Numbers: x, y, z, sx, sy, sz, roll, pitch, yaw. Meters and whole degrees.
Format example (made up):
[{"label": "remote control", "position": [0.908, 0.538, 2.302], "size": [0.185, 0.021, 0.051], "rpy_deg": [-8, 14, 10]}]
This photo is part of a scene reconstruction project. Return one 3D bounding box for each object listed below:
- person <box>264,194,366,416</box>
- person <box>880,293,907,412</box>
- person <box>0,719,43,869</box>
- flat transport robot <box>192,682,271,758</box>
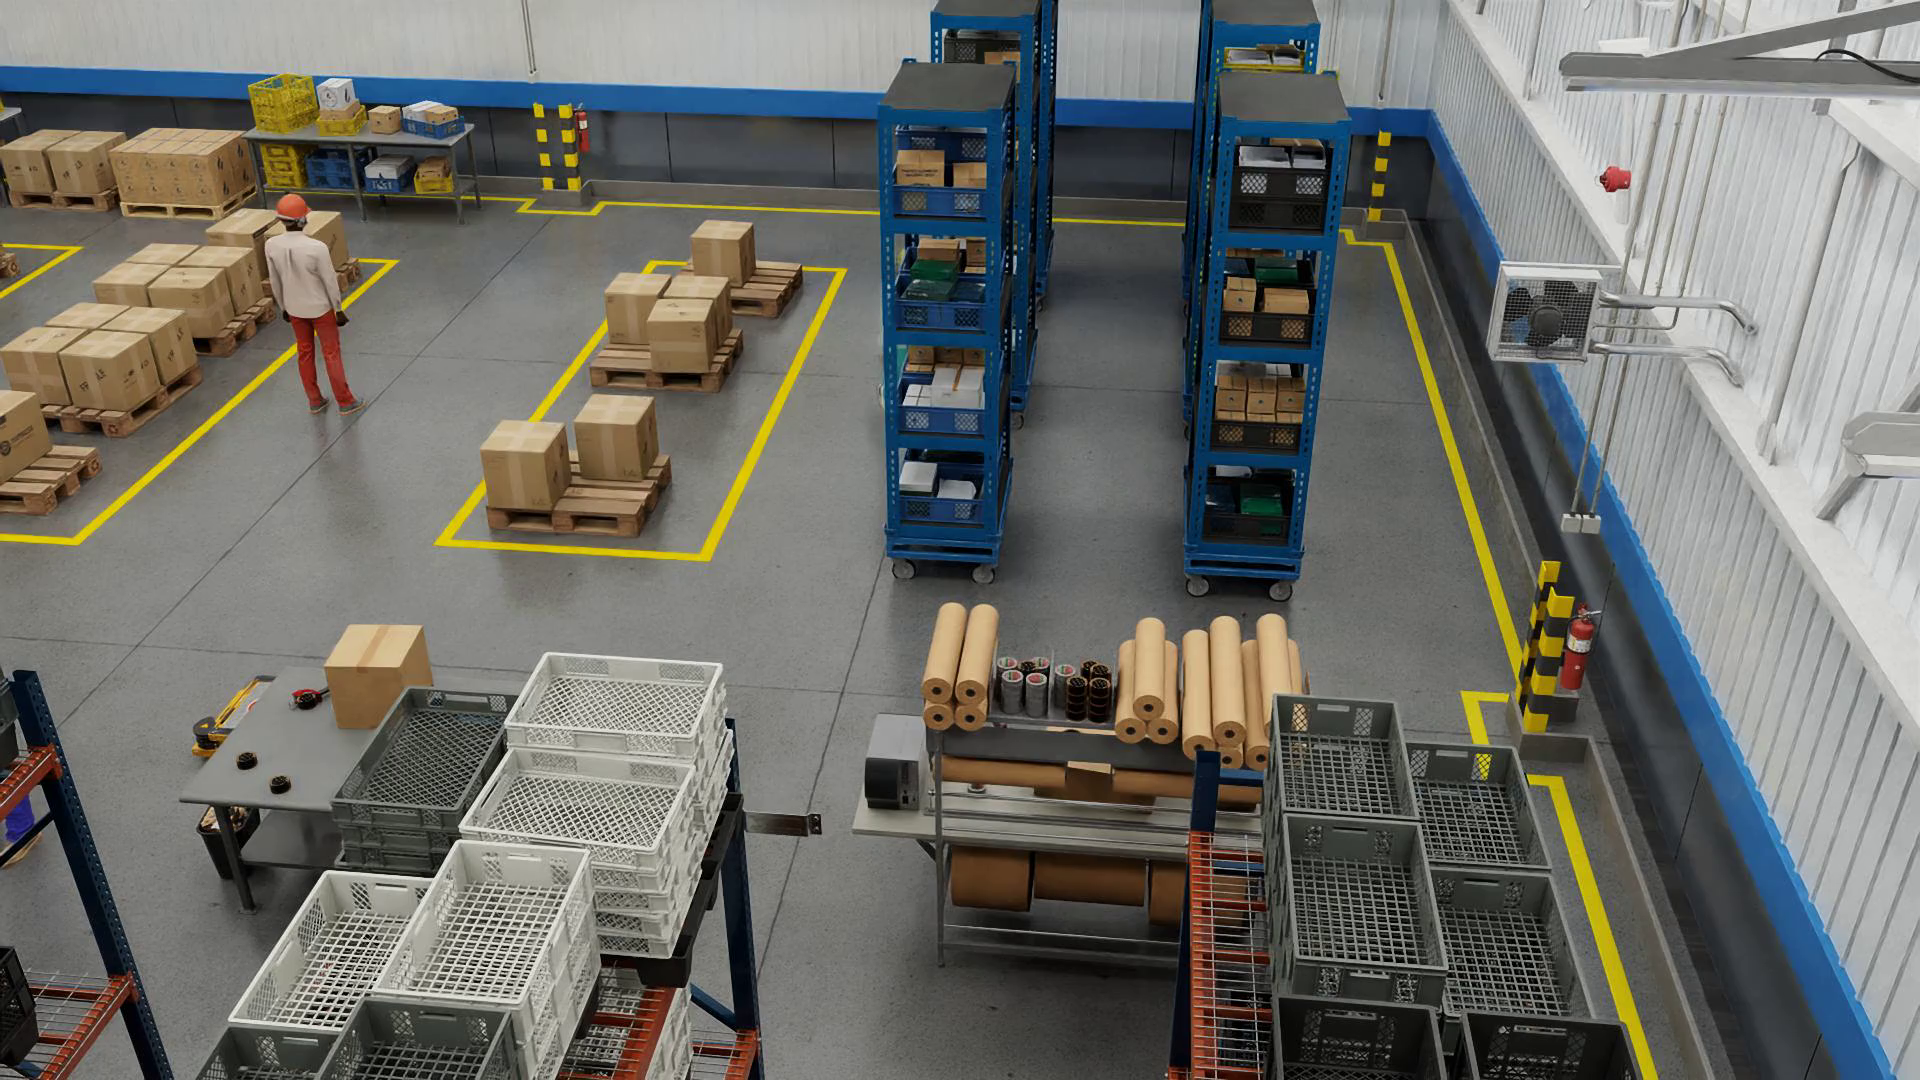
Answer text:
[{"label": "person", "position": [-5.628, -2.026, 14.438], "size": [0.609, 1.995, 0.382], "rpy_deg": [6, 31, 11]}, {"label": "person", "position": [-0.432, -1.704, 14.128], "size": [0.529, 1.733, 0.619], "rpy_deg": [-18, 35, -28]}, {"label": "person", "position": [-5.677, 0.944, 9.294], "size": [0.682, 2.000, 0.539], "rpy_deg": [12, 32, 19]}, {"label": "flat transport robot", "position": [-4.089, 1.163, 10.648], "size": [1.431, 0.197, 0.652], "rpy_deg": [3, 30, 6]}]
